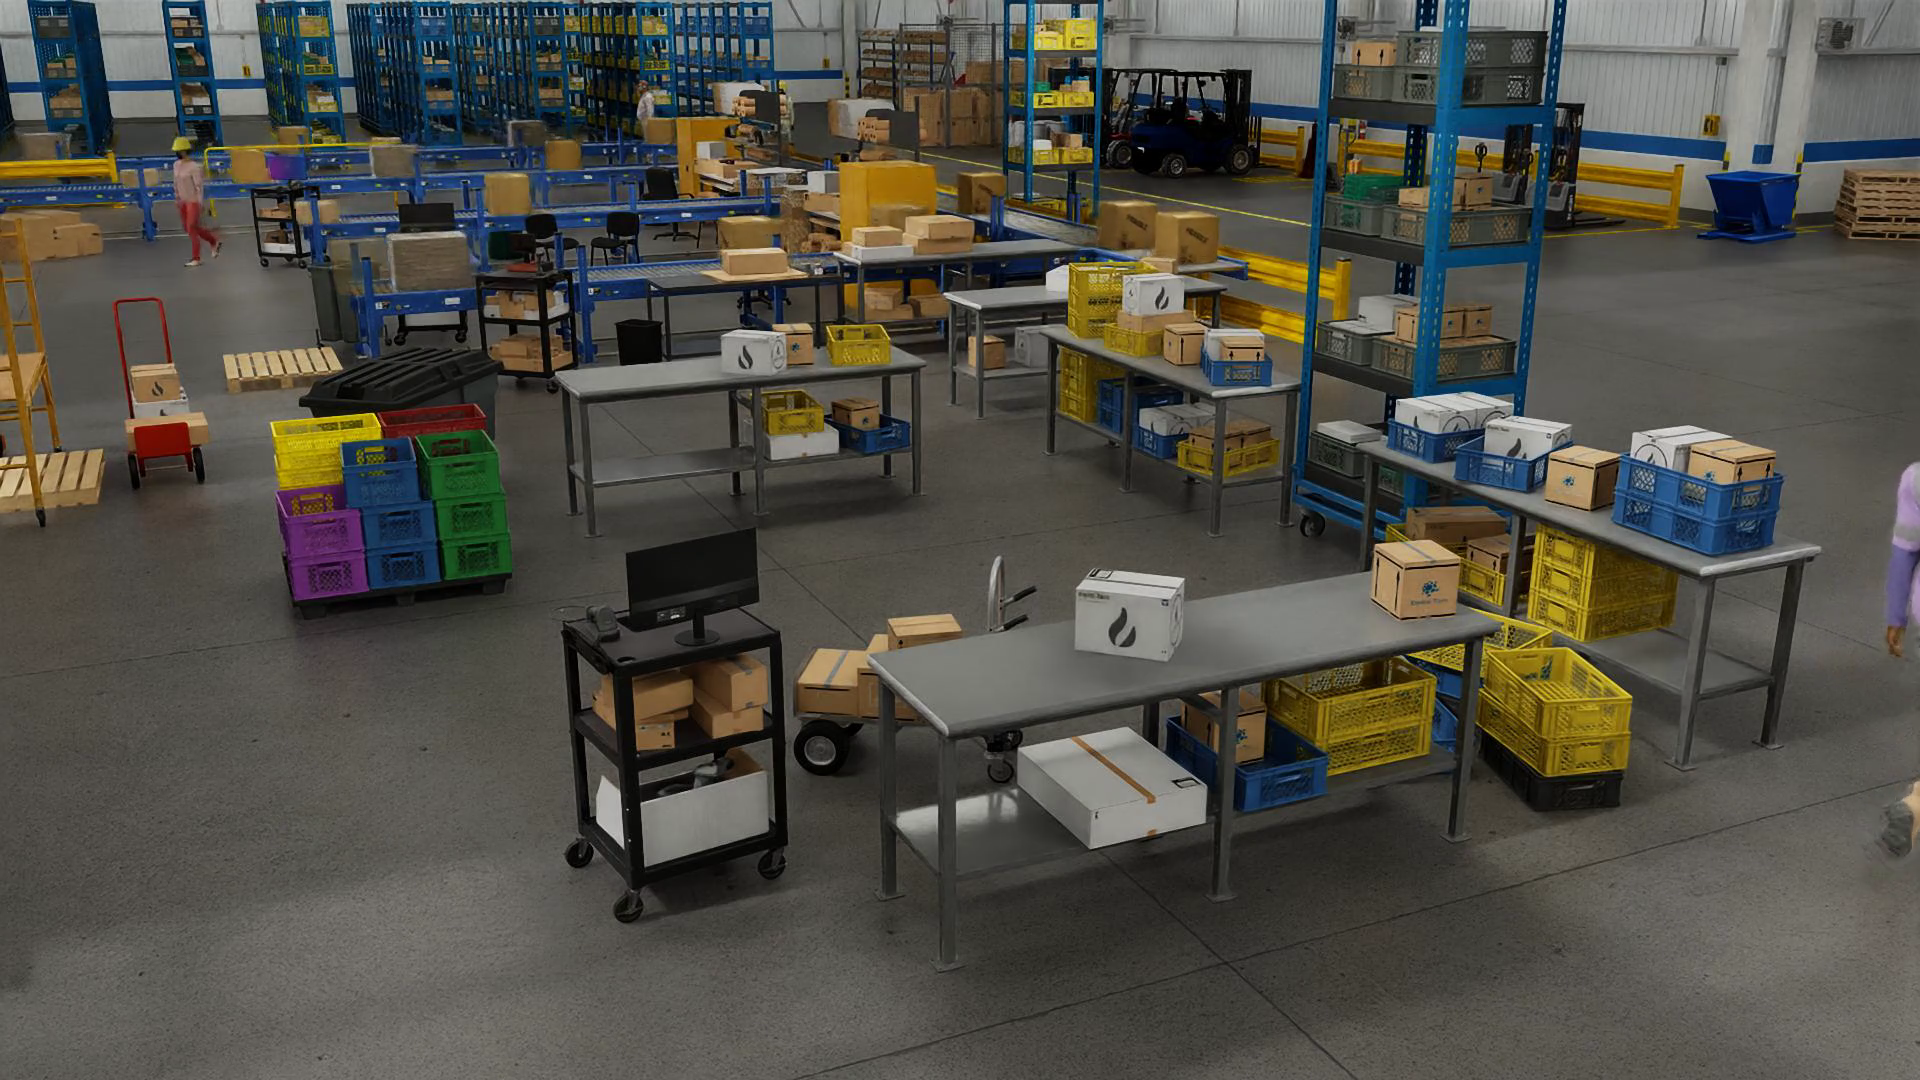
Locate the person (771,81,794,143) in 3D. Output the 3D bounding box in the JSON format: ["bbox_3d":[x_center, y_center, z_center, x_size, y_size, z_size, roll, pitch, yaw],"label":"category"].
[{"bbox_3d":[-4.105,-9.668,38.490,0.592,1.834,0.404,6,18,17],"label":"person"}]

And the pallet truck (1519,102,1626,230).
[{"bbox_3d":[9.972,-6.037,26.785,1.885,1.965,0.823,-9,20,-25],"label":"pallet truck"}]

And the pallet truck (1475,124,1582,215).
[{"bbox_3d":[9.707,-6.455,28.103,1.885,1.965,0.823,-7,19,-20],"label":"pallet truck"}]

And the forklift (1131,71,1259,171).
[{"bbox_3d":[4.998,-8.936,35.413,2.680,1.987,1.157,-9,20,-25],"label":"forklift"}]

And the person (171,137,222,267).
[{"bbox_3d":[-10.514,-4.660,22.853,0.534,1.744,0.626,11,21,31],"label":"person"}]

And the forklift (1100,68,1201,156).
[{"bbox_3d":[4.082,-9.564,37.410,2.680,1.987,1.157,-8,19,-23],"label":"forklift"}]

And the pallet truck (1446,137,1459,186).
[{"bbox_3d":[9.184,-6.485,29.328,1.630,1.274,0.653,-8,19,-23],"label":"pallet truck"}]

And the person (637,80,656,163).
[{"bbox_3d":[-7.046,-9.339,37.334,0.400,1.907,0.644,-5,18,-17],"label":"person"}]

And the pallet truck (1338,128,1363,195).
[{"bbox_3d":[7.845,-7.140,31.411,1.522,1.261,0.704,-9,20,-25],"label":"pallet truck"}]

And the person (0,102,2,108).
[{"bbox_3d":[-28.014,-12.814,48.384,0.373,1.840,0.572,0,18,0],"label":"person"}]

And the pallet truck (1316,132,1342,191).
[{"bbox_3d":[7.723,-7.504,32.656,1.601,1.201,0.680,-8,19,-23],"label":"pallet truck"}]

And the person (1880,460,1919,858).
[{"bbox_3d":[4.050,0.322,6.741,0.846,2.007,0.647,-16,23,-40],"label":"person"}]
